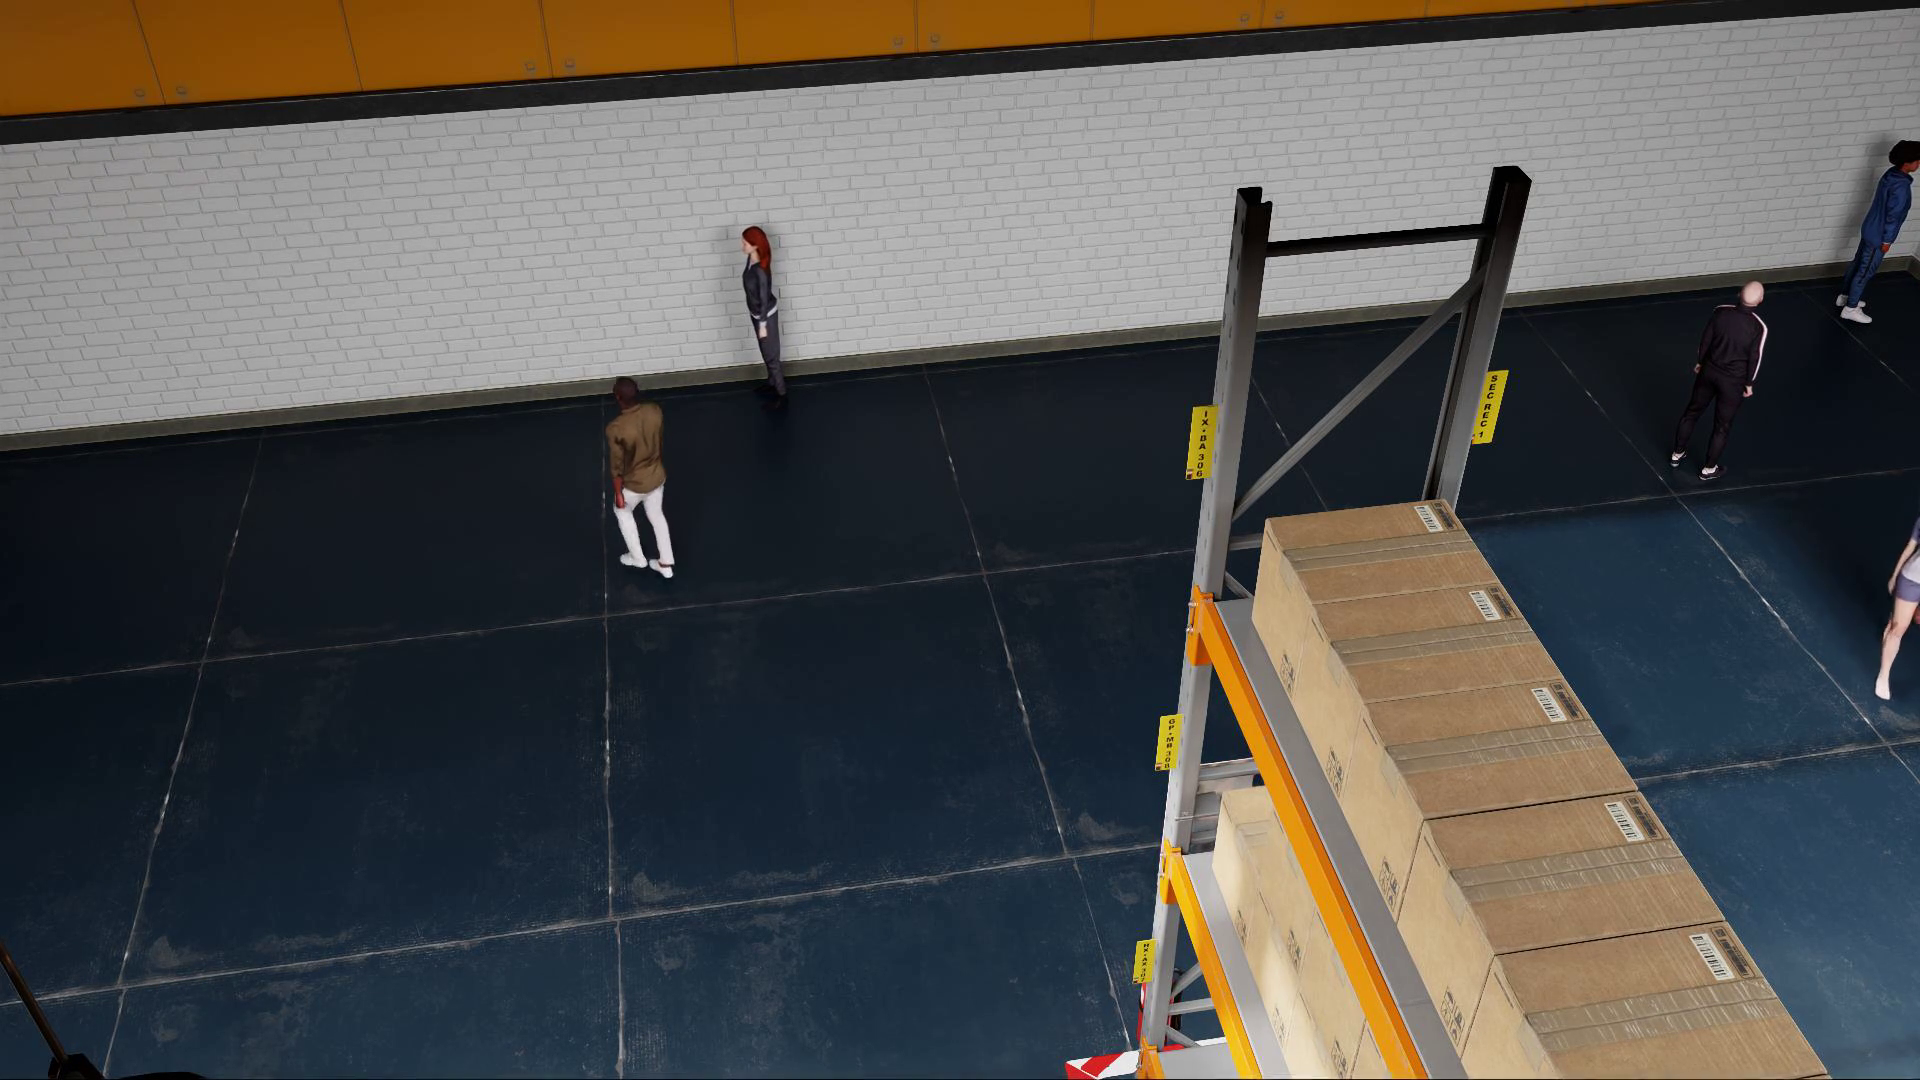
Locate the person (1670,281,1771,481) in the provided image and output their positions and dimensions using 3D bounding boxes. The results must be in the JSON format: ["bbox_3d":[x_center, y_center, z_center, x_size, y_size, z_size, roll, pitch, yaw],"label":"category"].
[{"bbox_3d":[6.376,-1.348,13.916,0.821,1.837,0.697,-27,46,-30],"label":"person"}]

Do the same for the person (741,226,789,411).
[{"bbox_3d":[-1.743,-1.981,14.760,0.662,1.773,0.491,-12,40,-15],"label":"person"}]

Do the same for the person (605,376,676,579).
[{"bbox_3d":[-2.403,-0.426,12.787,0.947,1.806,0.905,30,47,32],"label":"person"}]

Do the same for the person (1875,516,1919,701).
[{"bbox_3d":[6.949,0.262,11.980,0.932,1.737,1.158,12,40,15],"label":"person"}]

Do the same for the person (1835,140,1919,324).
[{"bbox_3d":[8.848,-2.989,15.992,0.814,1.811,0.664,9,39,11],"label":"person"}]
